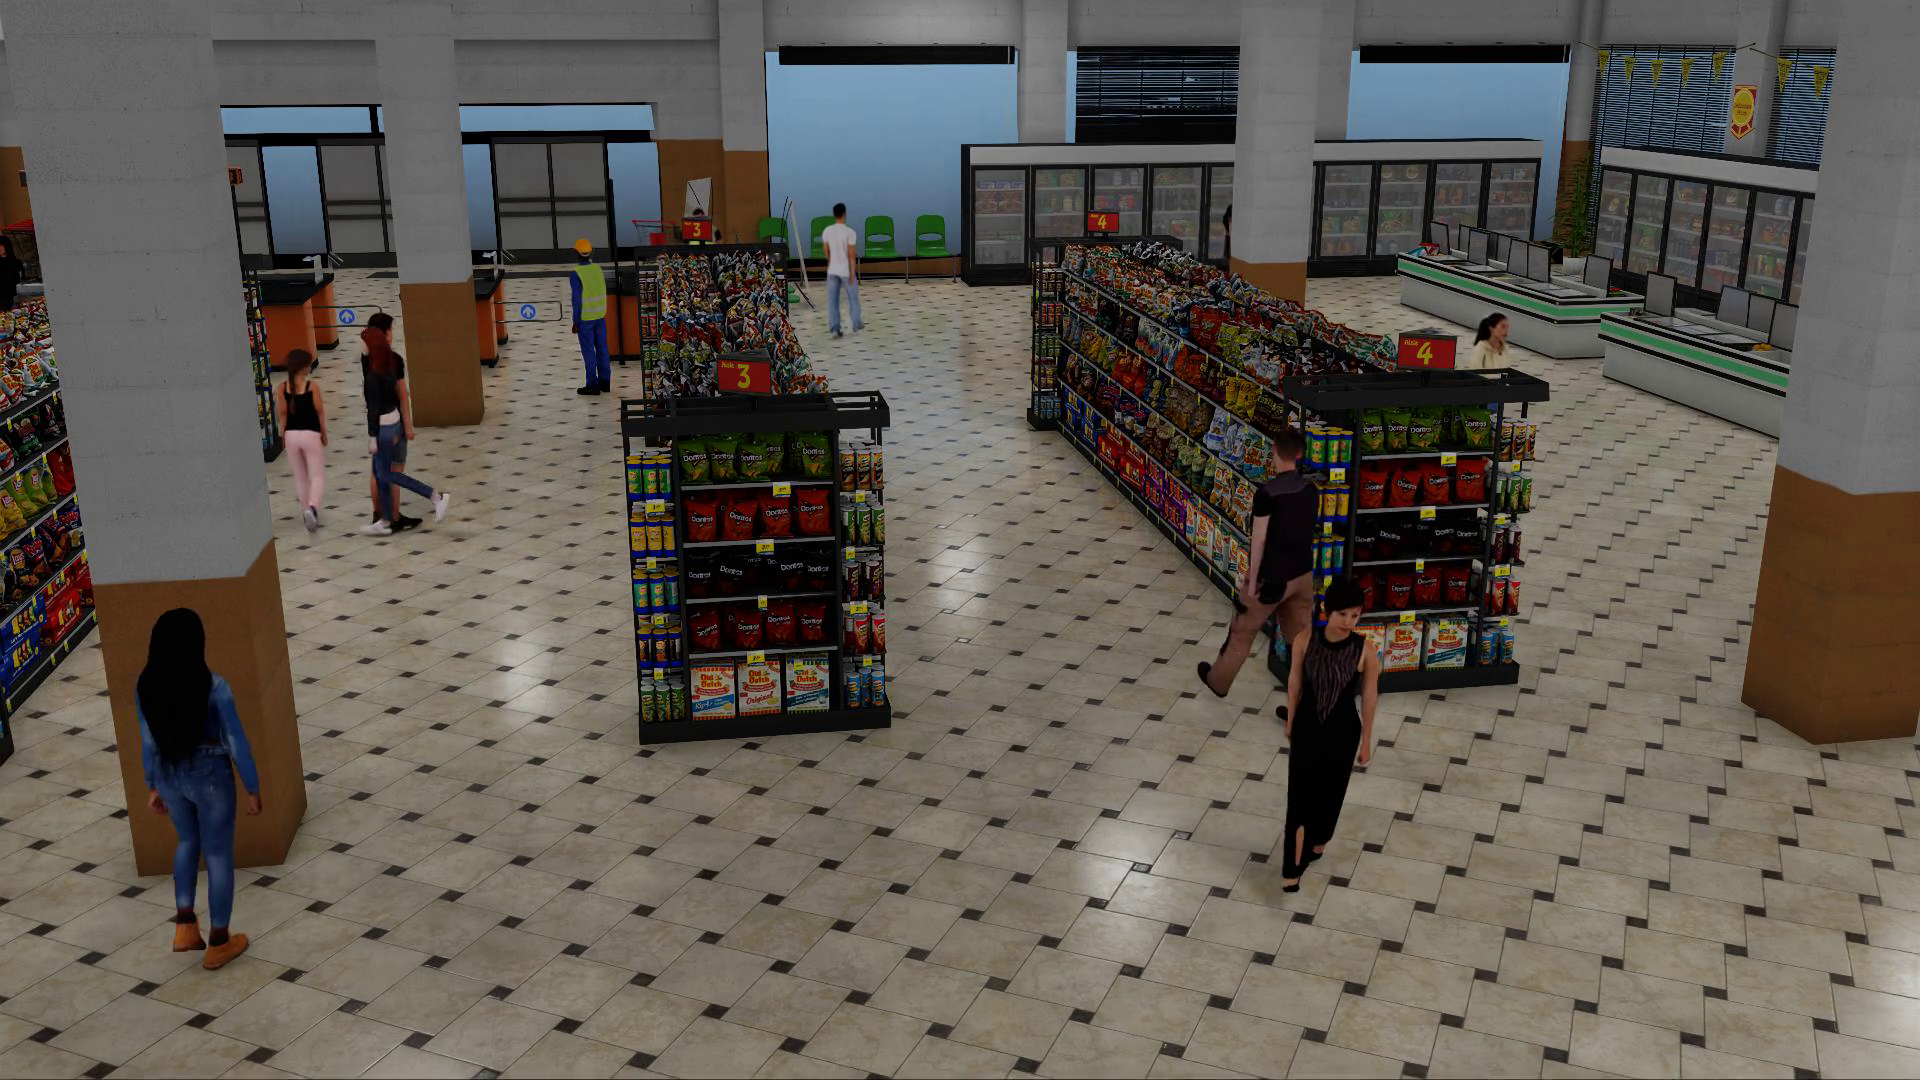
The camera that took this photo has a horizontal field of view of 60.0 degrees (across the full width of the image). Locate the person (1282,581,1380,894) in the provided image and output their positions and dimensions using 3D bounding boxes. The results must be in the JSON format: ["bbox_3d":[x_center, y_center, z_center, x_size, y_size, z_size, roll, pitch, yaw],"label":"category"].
[{"bbox_3d":[1.834,0.937,8.236,0.908,1.556,1.101,6,18,20],"label":"person"}]

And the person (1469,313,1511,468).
[{"bbox_3d":[4.908,-1.330,15.593,0.725,1.619,0.725,-12,21,-34],"label":"person"}]

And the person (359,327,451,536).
[{"bbox_3d":[-4.706,-0.879,13.849,0.758,1.768,1.003,-1,17,-2],"label":"person"}]

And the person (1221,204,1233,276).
[{"bbox_3d":[3.905,-4.048,24.396,0.824,1.705,0.995,-9,19,-26],"label":"person"}]

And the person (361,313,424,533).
[{"bbox_3d":[-4.887,-1.002,14.135,0.735,1.839,0.802,13,21,36],"label":"person"}]

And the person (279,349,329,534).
[{"bbox_3d":[-5.541,-0.817,14.031,0.546,1.545,0.907,-3,17,-11],"label":"person"}]

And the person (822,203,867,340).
[{"bbox_3d":[-1.687,-3.692,23.008,0.967,1.831,1.136,5,18,17],"label":"person"}]

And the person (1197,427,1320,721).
[{"bbox_3d":[2.007,0.267,10.049,0.993,1.784,1.247,-12,21,-34],"label":"person"}]

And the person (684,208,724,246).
[{"bbox_3d":[-3.500,-3.701,23.078,0.782,1.807,0.819,-3,17,-10],"label":"person"}]

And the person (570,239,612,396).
[{"bbox_3d":[-4.334,-2.613,19.487,0.809,1.811,0.748,11,20,33],"label":"person"}]

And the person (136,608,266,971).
[{"bbox_3d":[-3.400,1.140,7.306,0.726,1.706,0.736,2,17,7],"label":"person"}]

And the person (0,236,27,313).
[{"bbox_3d":[-12.124,-3.075,21.301,0.597,1.642,0.528,-1,17,-3],"label":"person"}]
